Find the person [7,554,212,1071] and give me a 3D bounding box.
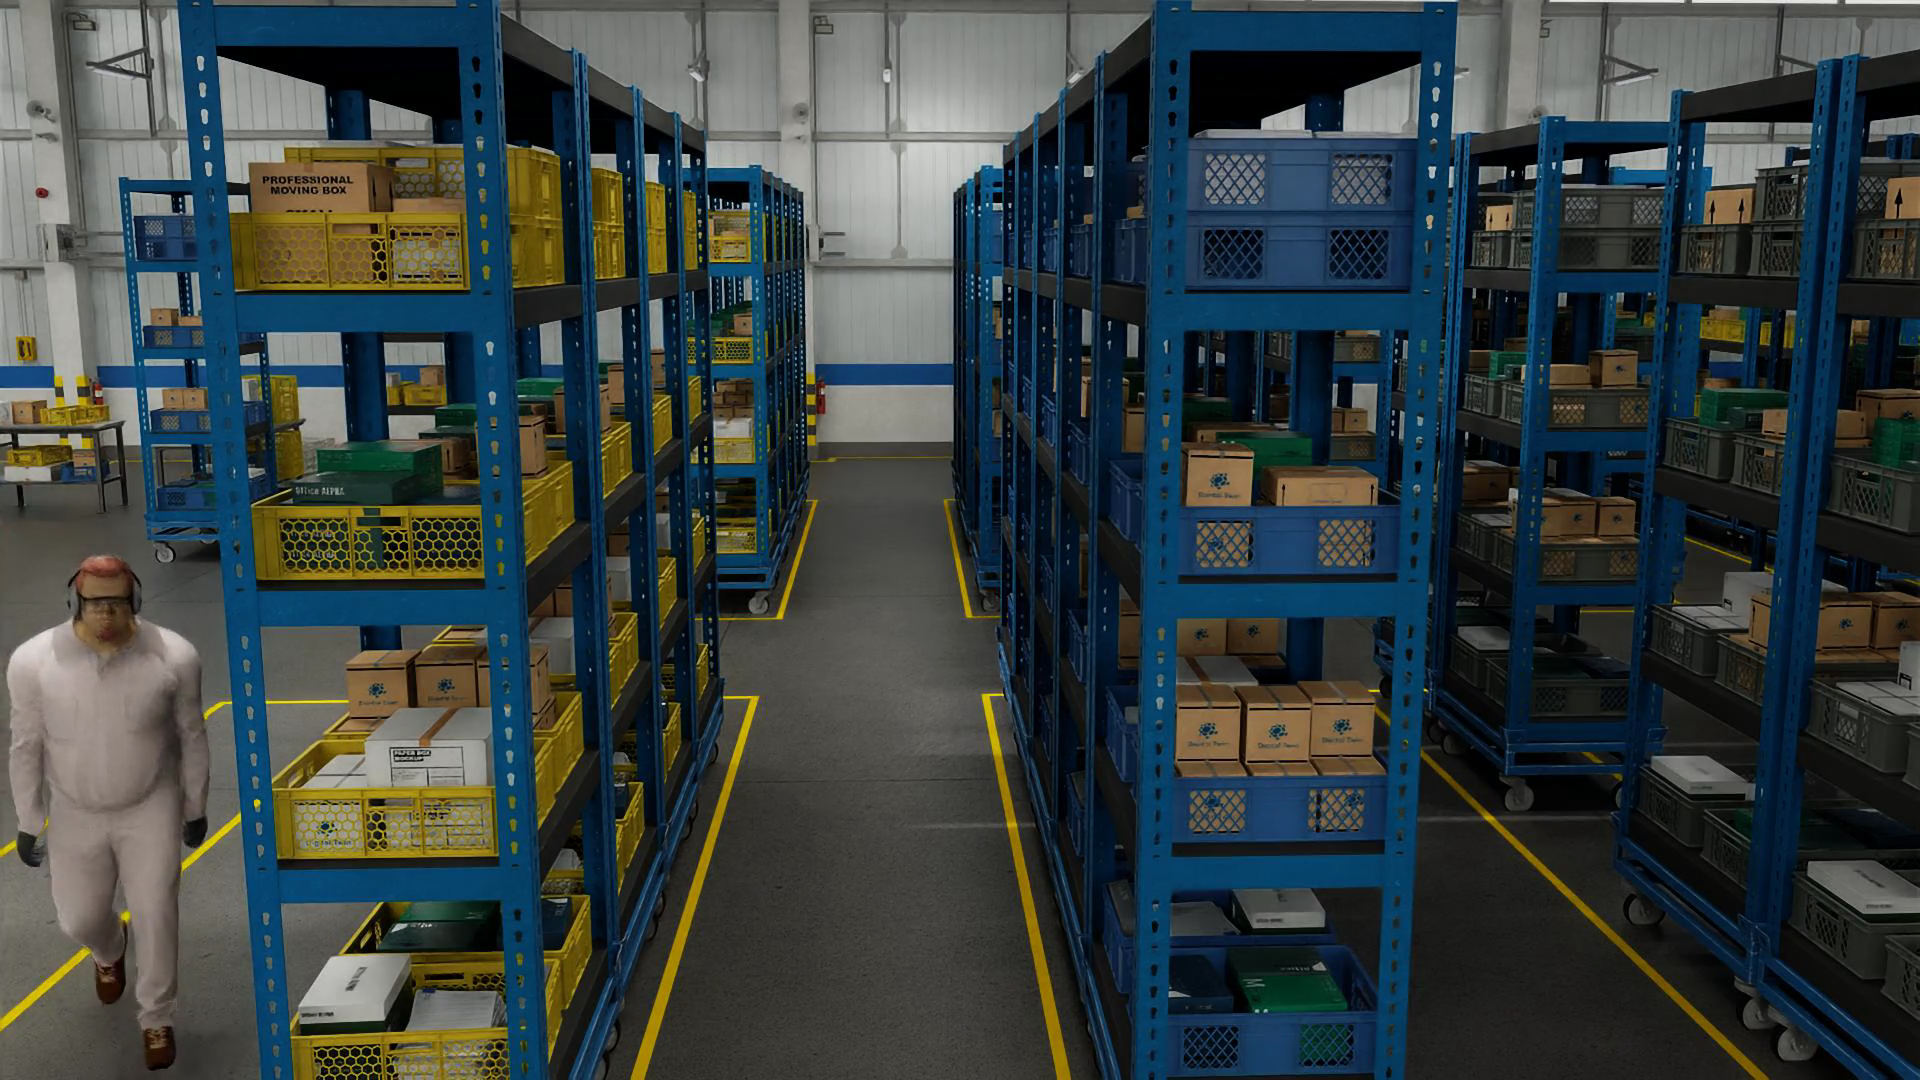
[{"bbox_3d":[-3.109,0.961,6.147,0.657,1.884,0.638,-4,11,-22],"label":"person"}]
